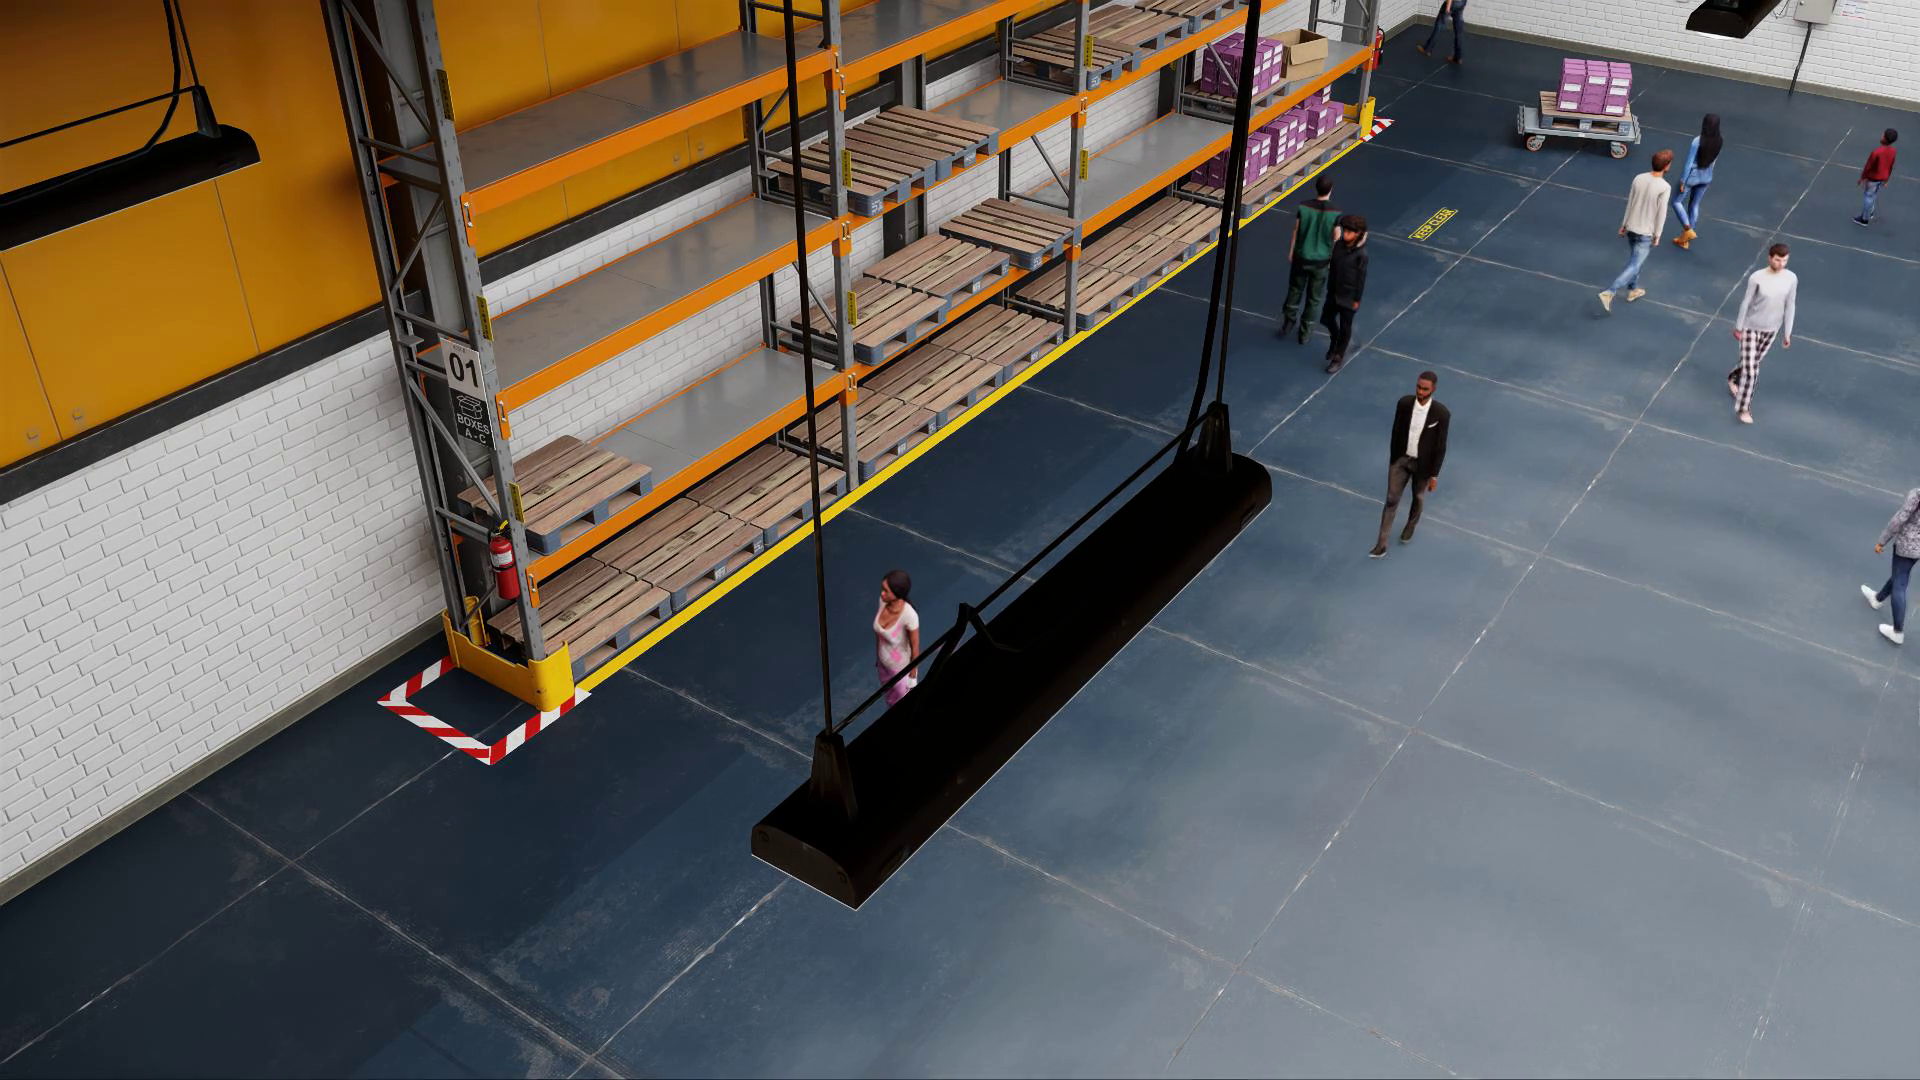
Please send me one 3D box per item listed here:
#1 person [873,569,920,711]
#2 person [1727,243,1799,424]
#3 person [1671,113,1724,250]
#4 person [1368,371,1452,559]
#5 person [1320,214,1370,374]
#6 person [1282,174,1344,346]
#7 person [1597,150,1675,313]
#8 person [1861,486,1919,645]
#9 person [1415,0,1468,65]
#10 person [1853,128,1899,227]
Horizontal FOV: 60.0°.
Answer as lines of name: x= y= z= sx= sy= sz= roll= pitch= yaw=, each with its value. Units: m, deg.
person: x=-0.458 y=0.941 z=12.374 sx=0.594 sy=1.742 sz=0.635 roll=-25 pitch=41 yaw=-32
person: x=8.179 y=-2.193 z=17.038 sx=1.042 sy=1.799 sz=1.222 roll=1 pitch=34 yaw=1
person: x=9.080 y=-4.360 z=20.381 sx=0.803 sy=1.707 sz=0.861 roll=-7 pitch=34 yaw=-11
person: x=4.091 y=-0.718 z=14.847 sx=0.691 sy=1.768 sz=1.061 roll=19 pitch=38 yaw=26
person: x=4.152 y=-2.666 z=17.778 sx=0.675 sy=1.768 sz=0.759 roll=28 pitch=43 yaw=35
person: x=3.854 y=-3.071 z=18.287 sx=0.768 sy=1.879 sz=0.760 roll=12 pitch=35 yaw=17
person: x=7.698 y=-3.483 z=18.915 sx=1.279 sy=1.869 sz=0.978 roll=-18 pitch=38 yaw=-25
person: x=7.890 y=0.084 z=13.698 sx=1.014 sy=1.704 sz=1.086 roll=-4 pitch=34 yaw=-6
person: x=7.977 y=-8.520 z=26.534 sx=1.118 sy=1.823 sz=0.969 roll=-23 pitch=40 yaw=-30
person: x=11.703 y=-4.596 z=21.153 sx=0.562 sy=1.247 sz=0.642 roll=-11 pitch=35 yaw=-17
